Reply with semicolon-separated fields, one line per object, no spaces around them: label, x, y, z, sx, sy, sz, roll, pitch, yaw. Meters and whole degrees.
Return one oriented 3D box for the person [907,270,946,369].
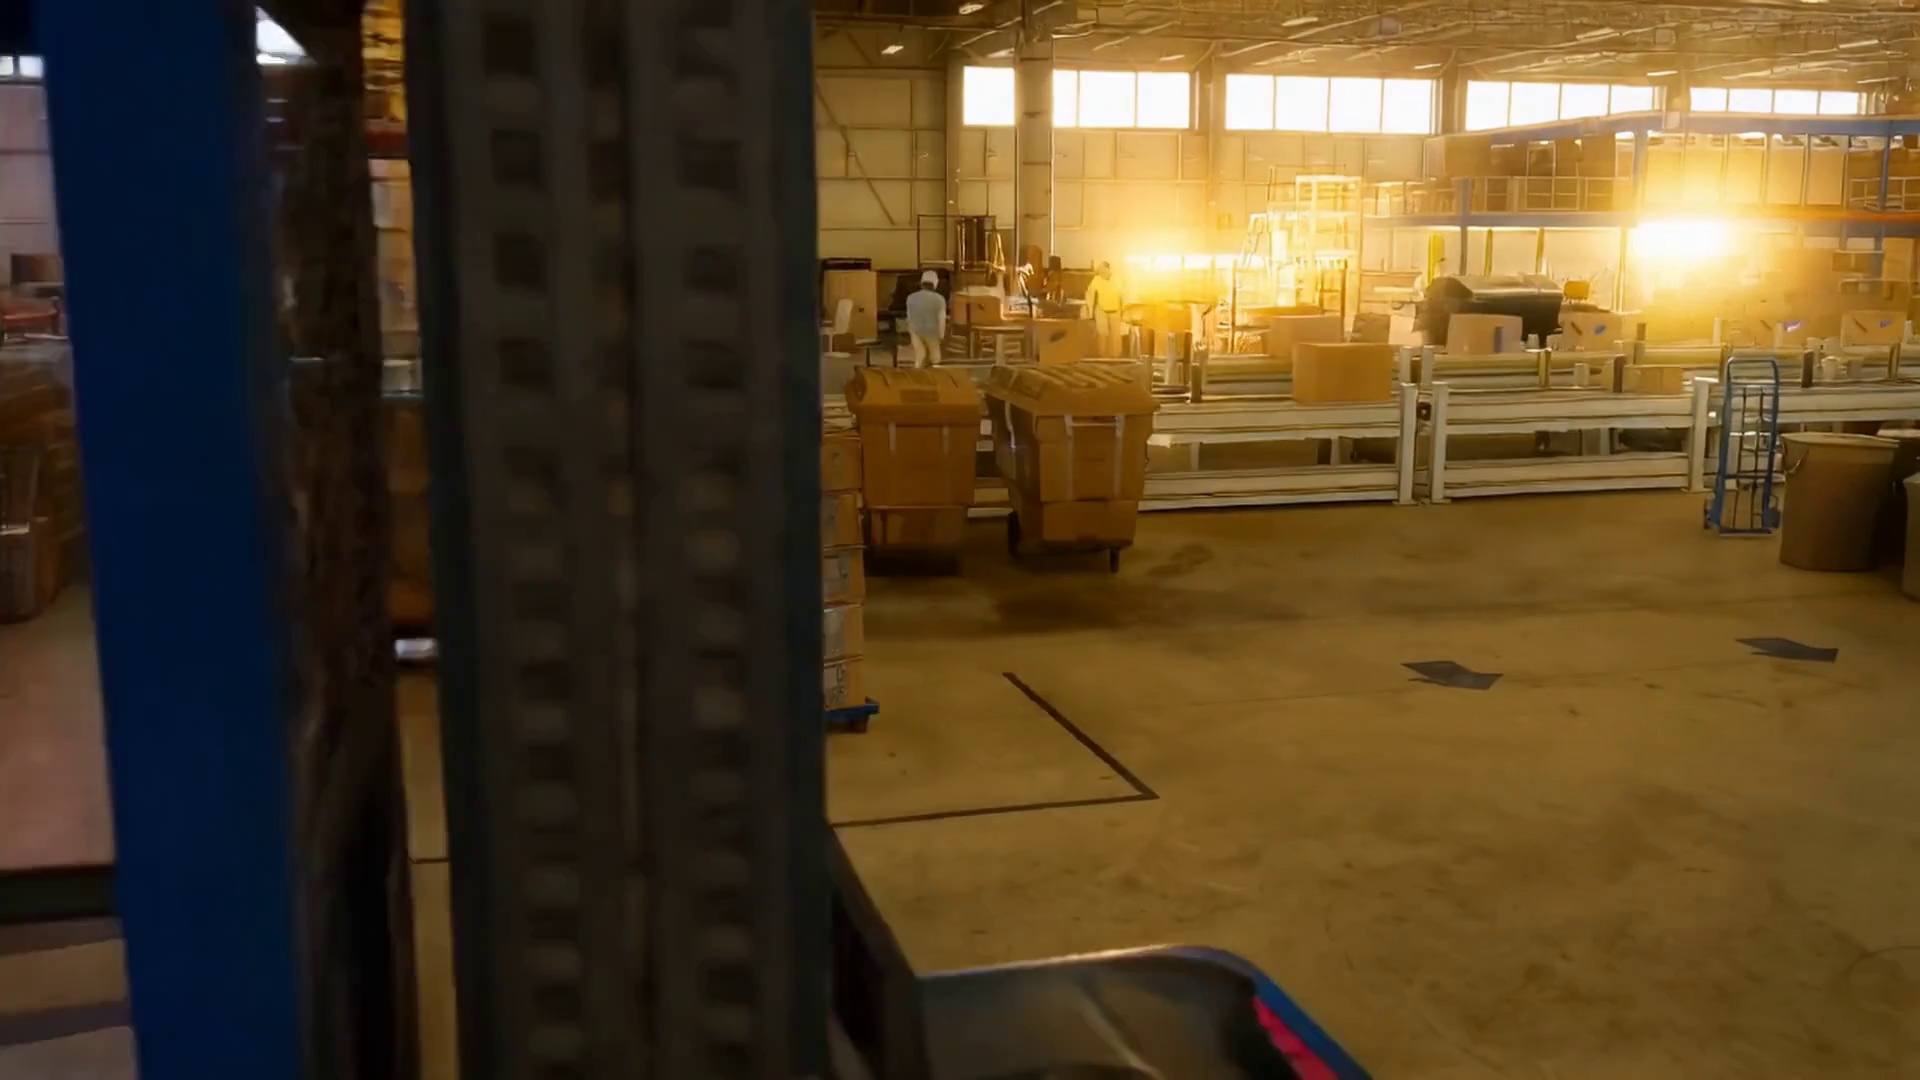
person;-0.460;-2.880;23.341;0.592;1.798;0.805;2;10;13

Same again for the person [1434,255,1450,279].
person;16.176;-8.667;56.050;0.538;1.819;0.751;-1;10;-6

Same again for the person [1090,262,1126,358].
person;2.634;-3.998;29.517;0.665;1.846;1.023;0;10;-2
